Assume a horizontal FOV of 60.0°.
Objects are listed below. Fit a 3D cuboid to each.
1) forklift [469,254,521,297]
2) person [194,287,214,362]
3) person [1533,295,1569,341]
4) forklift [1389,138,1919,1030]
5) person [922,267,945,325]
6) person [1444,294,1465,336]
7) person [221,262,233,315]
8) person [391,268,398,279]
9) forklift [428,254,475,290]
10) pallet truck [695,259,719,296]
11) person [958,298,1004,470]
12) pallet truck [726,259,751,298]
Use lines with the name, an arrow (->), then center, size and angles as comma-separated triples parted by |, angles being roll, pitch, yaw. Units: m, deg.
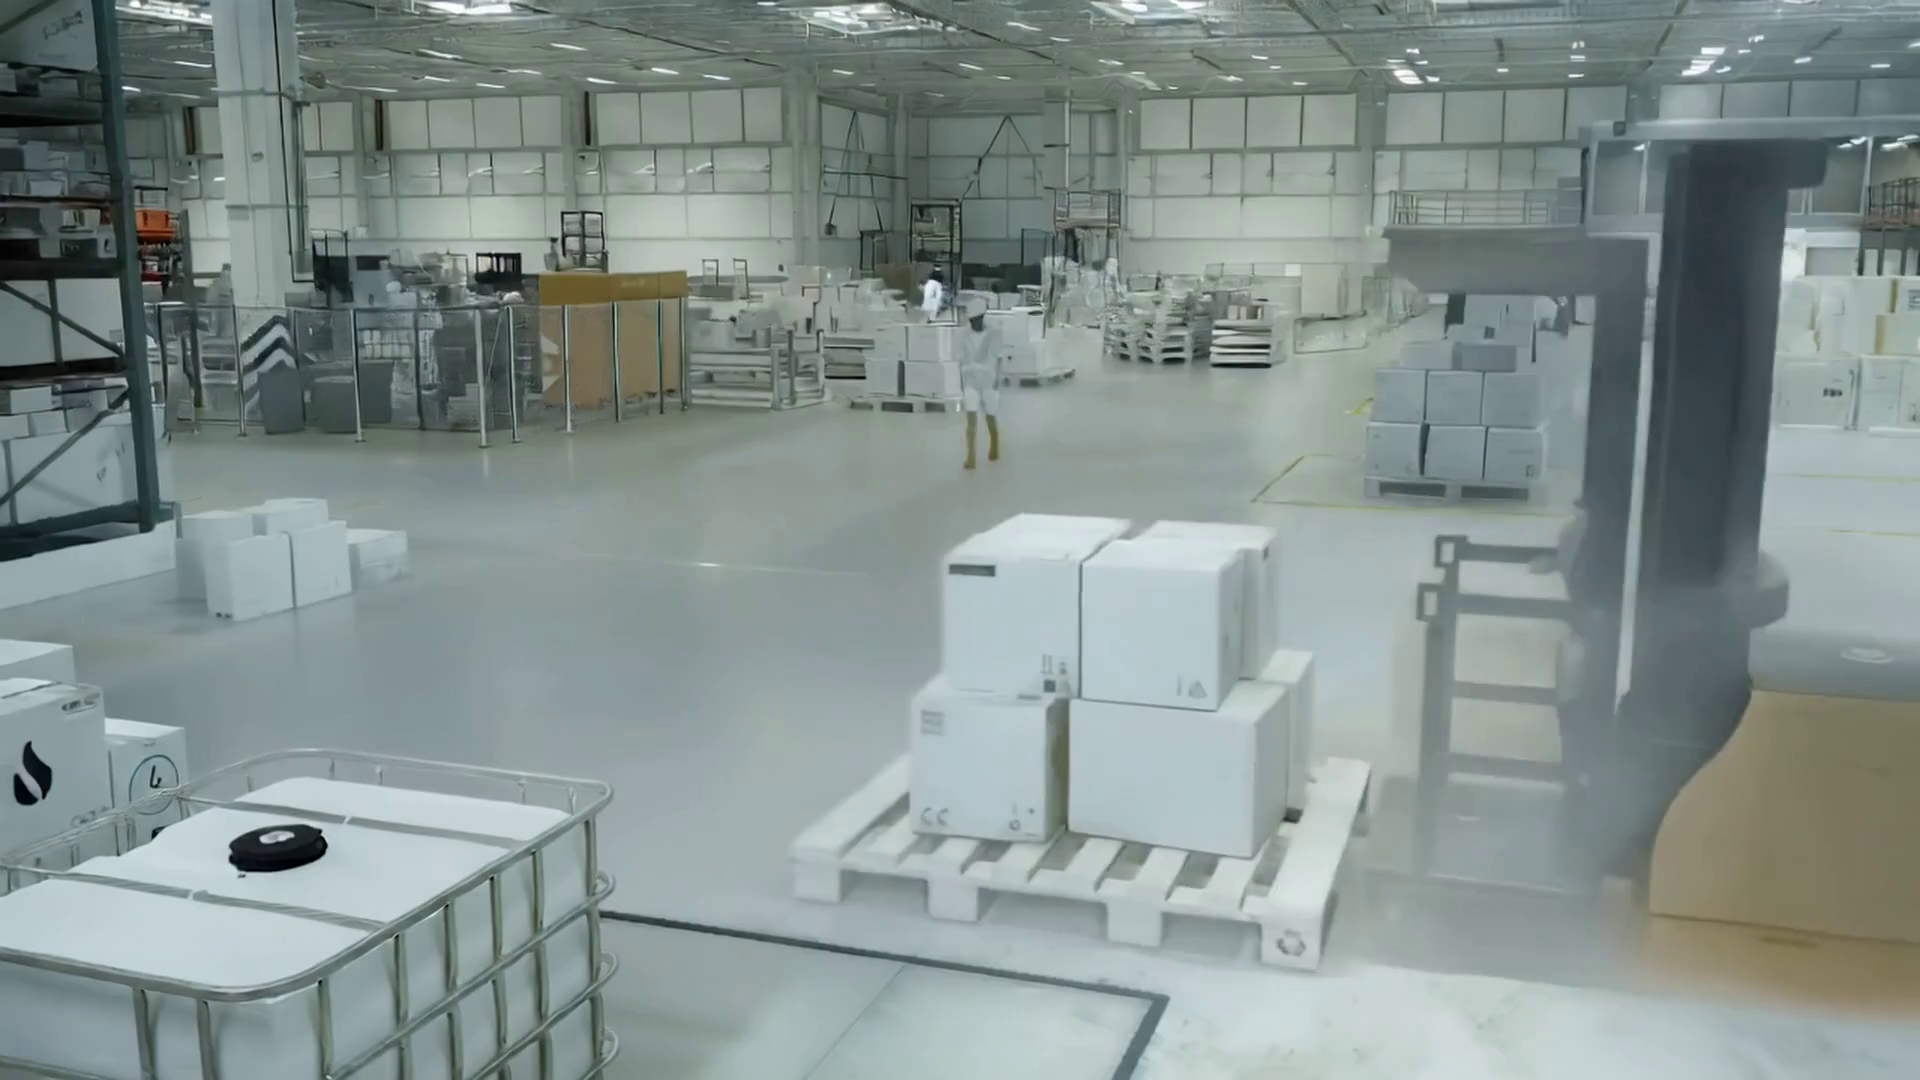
forklift -> -17.990, -10.121, 64.684 | 1.157, 1.987, 2.680 | 3, 11, 17
person -> -14.950, -4.160, 32.873 | 0.363, 1.684, 0.538 | 4, 11, 23
person -> 9.731, -3.365, 27.386 | 0.542, 2.000, 0.702 | 5, 11, 26
forklift -> 2.551, 0.062, 5.724 | 1.873, 2.768, 1.129 | 3, 11, 19
person -> -0.741, -5.267, 38.262 | 0.896, 1.997, 0.623 | -8, 13, -38
person -> 9.595, -4.160, 32.156 | 0.424, 1.962, 0.722 | 9, 14, 42
person -> -26.268, -9.052, 59.878 | 0.643, 1.884, 0.734 | 6, 12, 29
person -> -20.513, -9.071, 60.208 | 0.830, 1.807, 0.601 | -7, 12, -33
forklift -> -20.133, -10.254, 65.465 | 1.157, 1.987, 2.680 | 3, 11, 19
pallet truck -> -9.165, -9.627, 62.776 | 0.823, 1.965, 1.885 | 4, 11, 23
person -> 0.249, -1.773, 18.801 | 0.549, 1.913, 0.798 | 2, 10, 14
pallet truck -> -7.986, -9.493, 62.019 | 0.823, 1.965, 1.885 | 3, 11, 17
